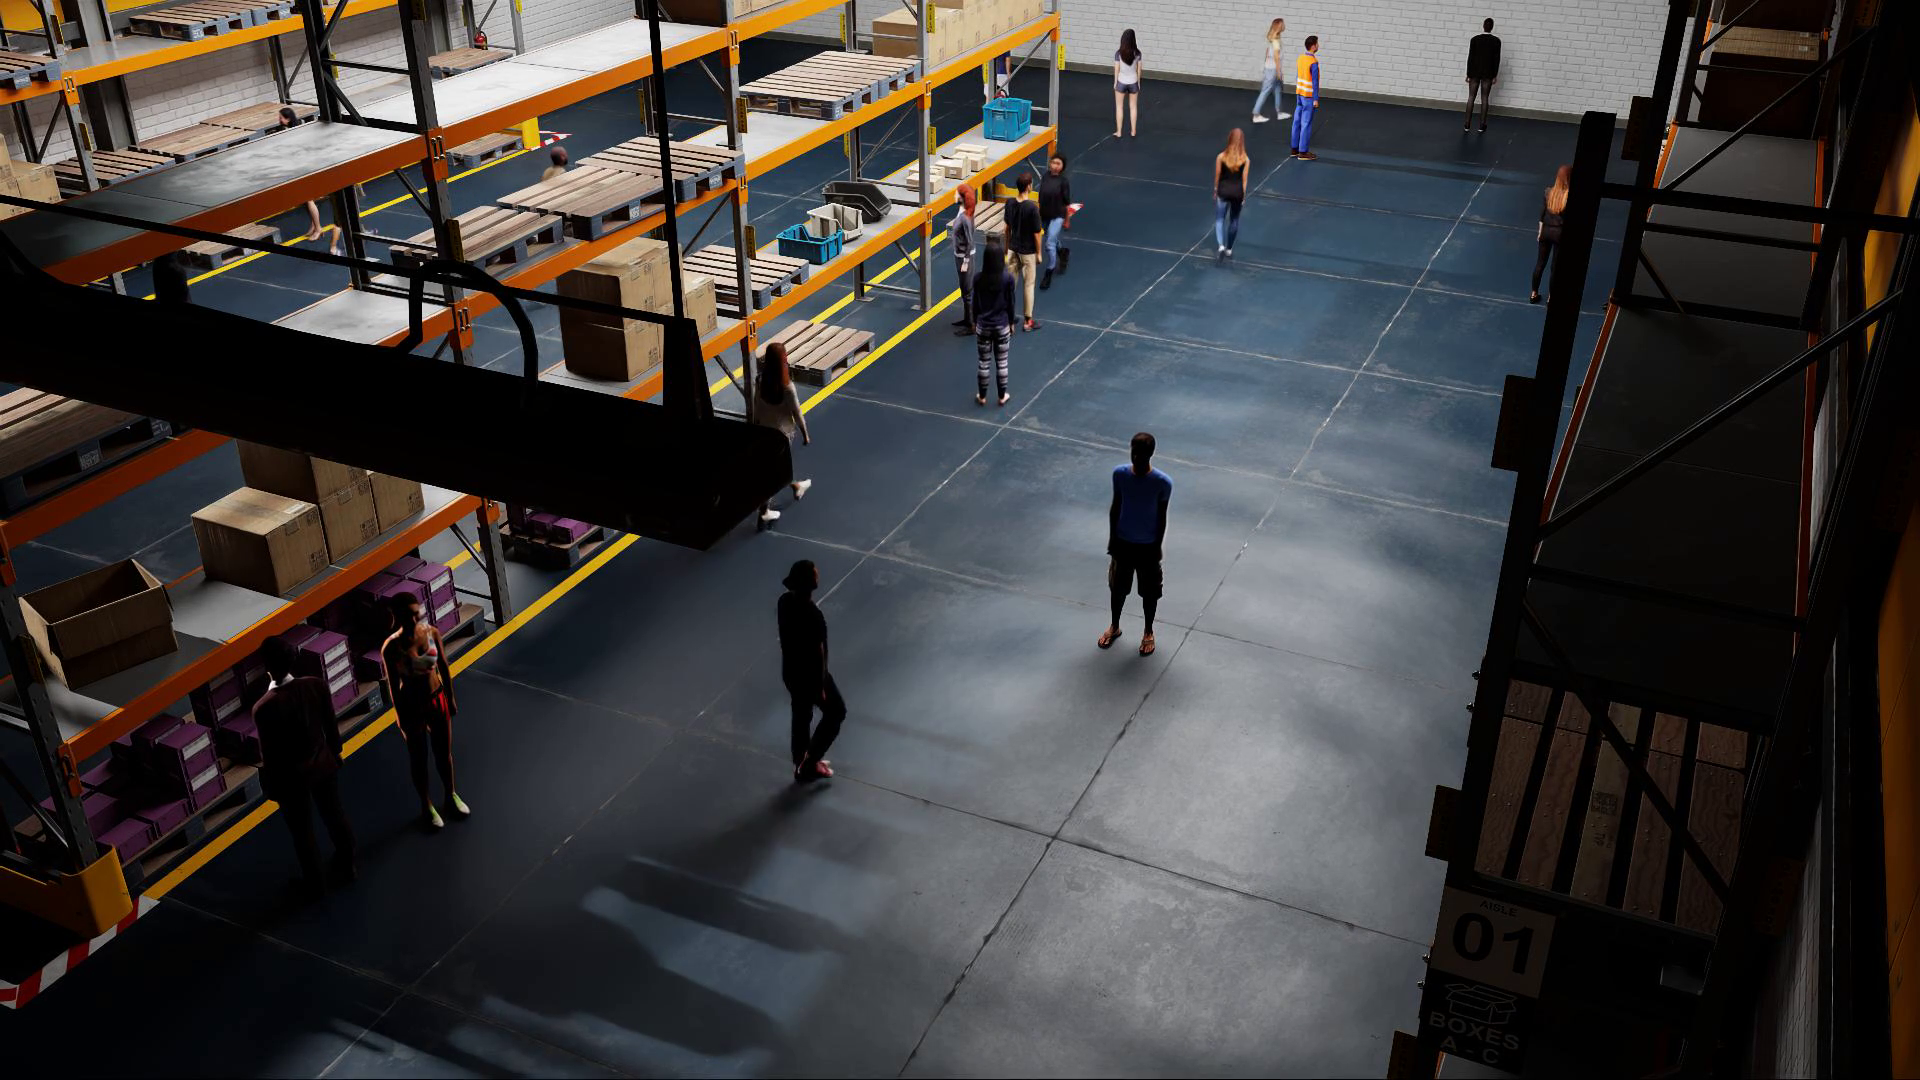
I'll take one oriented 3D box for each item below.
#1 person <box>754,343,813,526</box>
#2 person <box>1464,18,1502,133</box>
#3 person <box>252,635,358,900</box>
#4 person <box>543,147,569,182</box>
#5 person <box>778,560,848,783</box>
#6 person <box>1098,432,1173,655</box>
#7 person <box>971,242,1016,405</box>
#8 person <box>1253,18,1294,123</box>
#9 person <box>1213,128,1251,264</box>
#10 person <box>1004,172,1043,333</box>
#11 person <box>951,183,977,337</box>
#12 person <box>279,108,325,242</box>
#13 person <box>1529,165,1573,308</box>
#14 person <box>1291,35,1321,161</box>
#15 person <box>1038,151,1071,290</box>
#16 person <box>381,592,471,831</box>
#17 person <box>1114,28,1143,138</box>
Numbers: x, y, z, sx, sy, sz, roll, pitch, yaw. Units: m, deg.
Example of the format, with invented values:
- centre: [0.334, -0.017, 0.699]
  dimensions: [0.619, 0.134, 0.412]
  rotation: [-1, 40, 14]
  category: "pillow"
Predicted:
- centre: [-1.694, -0.915, 15.015]
  dimensions: [0.703, 1.661, 1.110]
  rotation: [17, 33, 28]
  category: "person"
- centre: [8.501, -7.581, 27.092]
  dimensions: [0.668, 1.800, 0.578]
  rotation: [10, 30, 18]
  category: "person"
- centre: [-4.148, 1.434, 10.497]
  dimensions: [0.802, 1.864, 0.607]
  rotation: [21, 35, 33]
  category: "person"
- centre: [-4.873, -3.859, 20.254]
  dimensions: [0.822, 1.813, 0.757]
  rotation: [24, 36, 36]
  category: "person"
- centre: [-1.120, 0.962, 11.483]
  dimensions: [0.769, 1.748, 0.764]
  rotation: [-21, 35, -33]
  category: "person"
- centre: [1.398, -0.005, 13.135]
  dimensions: [0.661, 1.864, 0.585]
  rotation: [10, 30, 17]
  category: "person"
- centre: [0.347, -2.265, 17.419]
  dimensions: [0.670, 1.730, 0.633]
  rotation: [2, 29, 4]
  category: "person"
- centre: [5.067, -7.734, 27.479]
  dimensions: [0.940, 1.698, 0.982]
  rotation: [-1, 29, -2]
  category: "person"
- centre: [3.462, -4.405, 21.371]
  dimensions: [0.782, 1.703, 1.064]
  rotation: [4, 29, 7]
  category: "person"
- centre: [0.717, -3.342, 19.261]
  dimensions: [0.685, 1.856, 0.582]
  rotation: [18, 33, 30]
  category: "person"
- centre: [0.057, -3.236, 19.148]
  dimensions: [0.710, 1.779, 0.594]
  rotation: [-2, 29, -4]
  category: "person"
- centre: [-8.792, -4.874, 22.162]
  dimensions: [0.823, 1.769, 0.783]
  rotation: [-14, 32, -25]
  category: "person"
- centre: [7.143, -3.659, 19.991]
  dimensions: [0.661, 1.713, 0.631]
  rotation: [25, 37, 38]
  category: "person"
- centre: [5.347, -6.836, 25.657]
  dimensions: [0.830, 1.864, 0.777]
  rotation: [-11, 30, -19]
  category: "person"
- centre: [1.187, -4.007, 20.691]
  dimensions: [0.605, 1.654, 1.130]
  rotation: [17, 33, 28]
  category: "person"
- centre: [-3.607, 1.115, 11.160]
  dimensions: [0.612, 1.789, 0.710]
  rotation: [-22, 35, -34]
  category: "person"
- centre: [2.688, -7.371, 26.805]
  dimensions: [0.672, 1.705, 0.685]
  rotation: [-3, 29, -5]
  category: "person"
